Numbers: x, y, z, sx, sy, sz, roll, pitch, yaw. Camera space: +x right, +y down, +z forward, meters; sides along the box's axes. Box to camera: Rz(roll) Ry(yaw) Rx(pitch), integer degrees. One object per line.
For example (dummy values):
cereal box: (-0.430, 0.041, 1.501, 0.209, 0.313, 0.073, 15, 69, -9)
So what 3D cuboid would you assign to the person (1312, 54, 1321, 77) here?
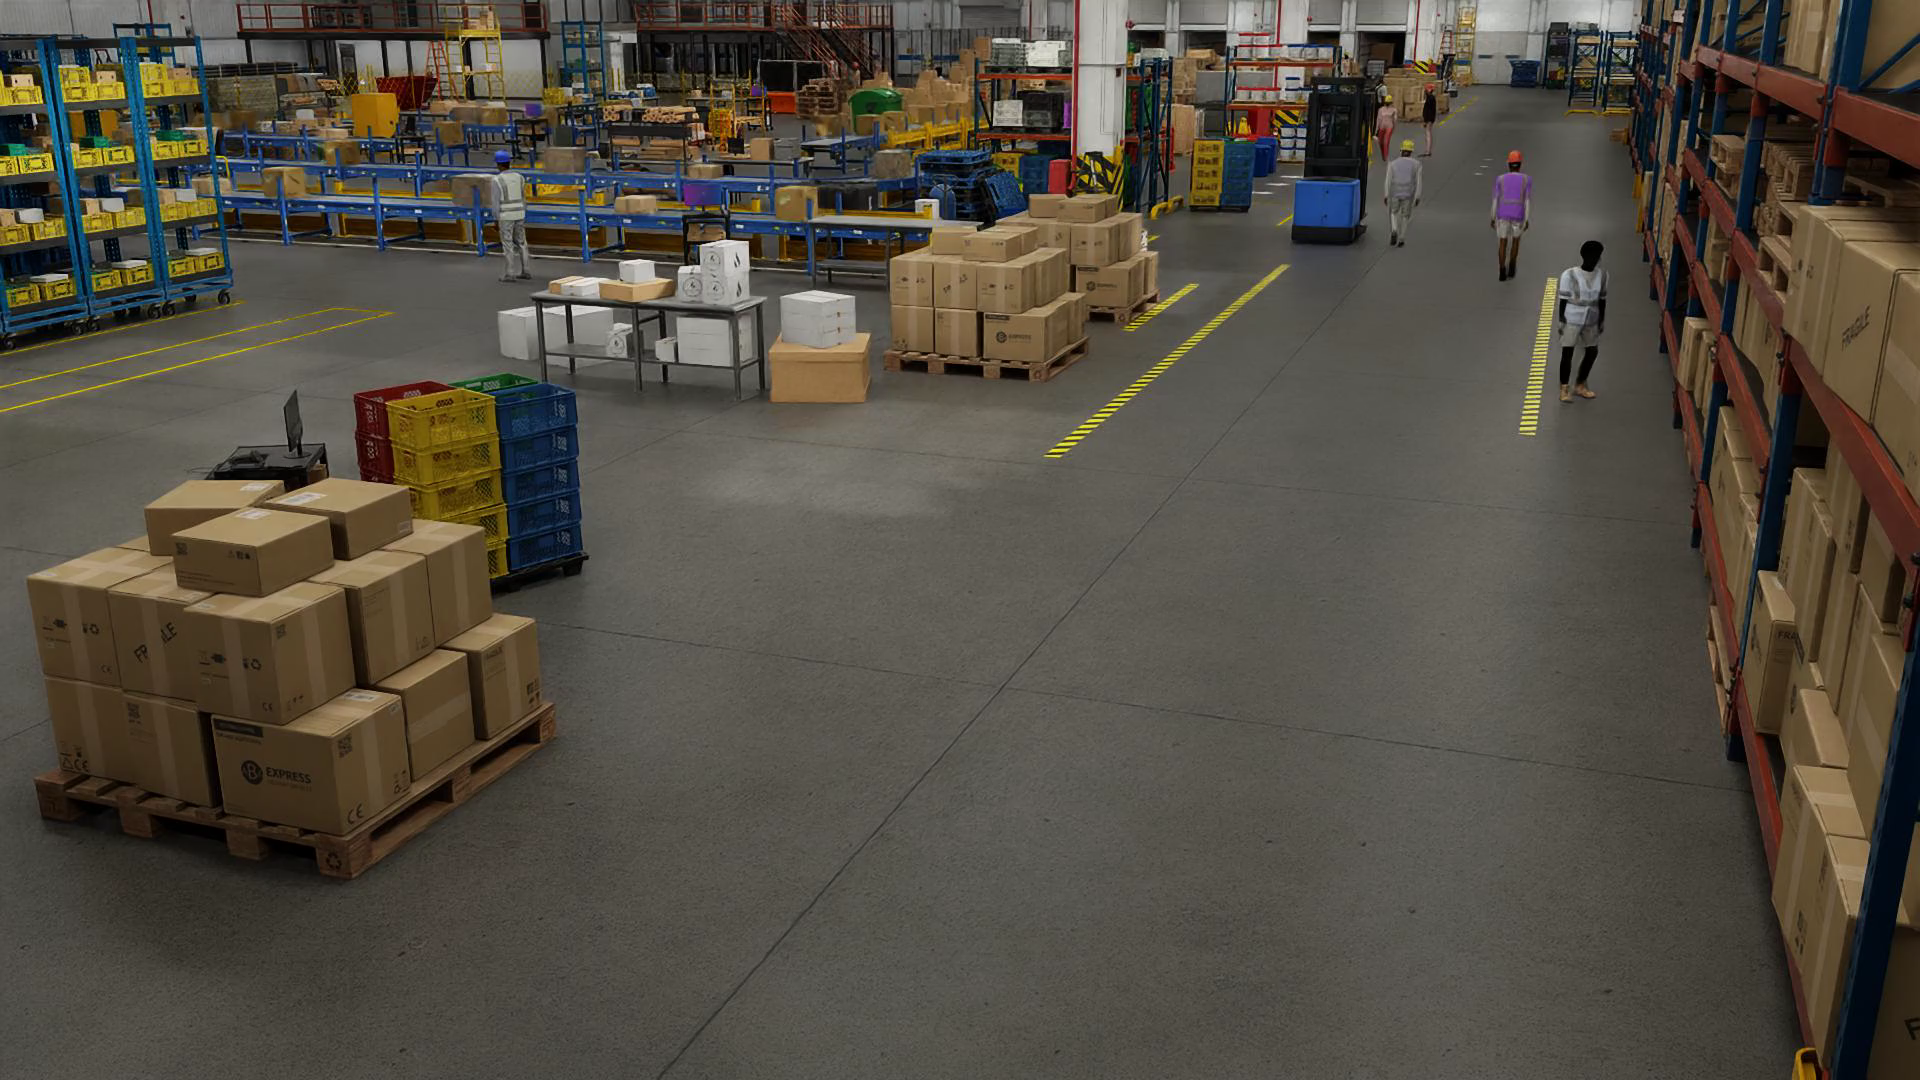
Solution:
person: (18.331, -23.993, 85.290, 0.901, 1.812, 0.632, 0, 18, 0)

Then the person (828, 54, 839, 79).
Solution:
person: (-6.207, -22.866, 81.618, 0.585, 1.882, 0.337, 9, 20, 27)

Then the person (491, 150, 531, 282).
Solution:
person: (-6.753, -4.844, 24.912, 0.425, 1.938, 0.603, 11, 21, 32)

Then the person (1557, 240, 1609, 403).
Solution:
person: (6.424, -2.260, 17.198, 0.543, 1.682, 0.363, -2, 18, -7)

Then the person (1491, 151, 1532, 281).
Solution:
person: (8.331, -4.915, 25.178, 0.562, 1.899, 0.925, 6, 19, 19)

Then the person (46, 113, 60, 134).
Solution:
person: (-29.893, -14.372, 54.701, 0.610, 2.033, 0.398, -15, 23, -39)

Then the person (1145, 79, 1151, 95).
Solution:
person: (6.395, -14.977, 57.153, 0.326, 1.688, 0.538, -9, 20, -26)

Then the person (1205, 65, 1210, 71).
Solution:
person: (9.967, -17.946, 66.222, 1.040, 1.854, 0.656, -1, 18, -4)

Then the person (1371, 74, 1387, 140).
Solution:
person: (13.106, -13.676, 52.491, 0.538, 2.000, 0.689, -6, 18, -17)

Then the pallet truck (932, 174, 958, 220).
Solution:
pallet truck: (-0.507, -5.292, 27.348, 0.653, 1.274, 1.630, 6, 19, 19)

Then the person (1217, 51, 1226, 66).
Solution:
person: (13.753, -24.727, 87.450, 0.666, 1.894, 0.461, 1, 18, 4)

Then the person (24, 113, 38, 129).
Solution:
person: (-31.804, -14.922, 56.625, 0.652, 1.906, 0.402, -9, 20, -27)

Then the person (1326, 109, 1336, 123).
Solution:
person: (11.770, -13.567, 52.871, 0.527, 1.582, 0.856, -11, 21, -32)

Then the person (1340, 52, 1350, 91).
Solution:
person: (19.609, -23.855, 84.651, 0.589, 1.930, 0.361, -12, 21, -34)

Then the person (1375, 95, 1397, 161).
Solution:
person: (11.564, -11.182, 45.124, 0.538, 1.750, 0.559, 8, 19, 23)

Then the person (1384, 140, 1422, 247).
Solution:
person: (7.609, -5.942, 28.552, 0.616, 1.812, 0.442, 4, 18, 13)

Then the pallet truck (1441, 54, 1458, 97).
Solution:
pallet truck: (22.765, -21.886, 78.355, 0.823, 1.965, 1.885, -4, 18, -14)

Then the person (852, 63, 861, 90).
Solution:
person: (-4.212, -18.402, 67.623, 0.338, 1.907, 0.580, -8, 19, -24)

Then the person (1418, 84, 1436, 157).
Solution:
person: (12.989, -11.634, 46.146, 0.390, 1.995, 0.613, 10, 20, 28)

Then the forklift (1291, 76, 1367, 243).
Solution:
forklift: (6.598, -6.755, 29.381, 1.129, 2.768, 1.873, 6, 19, 19)

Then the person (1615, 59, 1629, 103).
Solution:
person: (29.212, -20.162, 73.107, 0.612, 1.885, 0.907, -7, 19, -20)

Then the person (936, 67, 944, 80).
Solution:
person: (-0.755, -16.323, 60.927, 0.366, 1.967, 0.603, -2, 18, -5)
